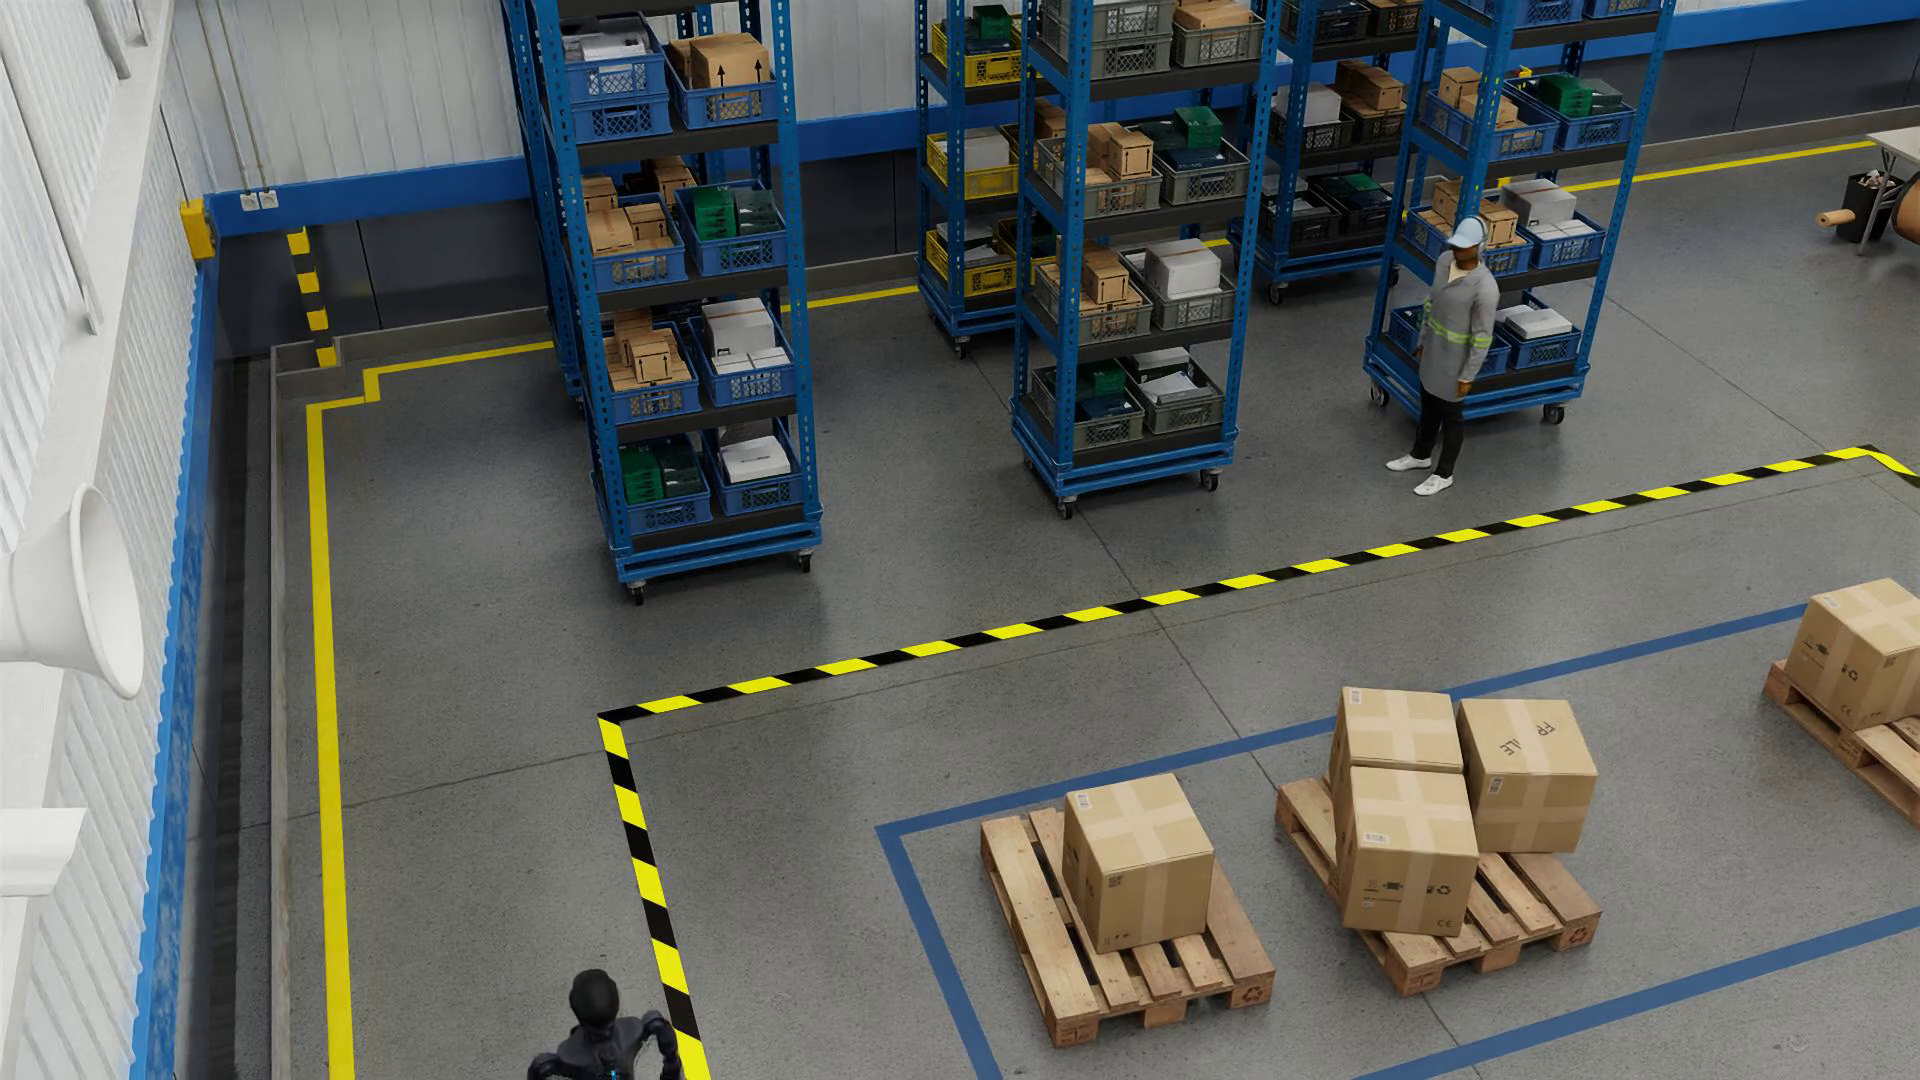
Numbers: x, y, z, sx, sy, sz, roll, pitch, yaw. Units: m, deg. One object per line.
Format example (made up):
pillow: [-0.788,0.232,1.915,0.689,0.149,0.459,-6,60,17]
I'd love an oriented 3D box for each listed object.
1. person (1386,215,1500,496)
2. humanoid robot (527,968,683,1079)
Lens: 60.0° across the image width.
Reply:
person: [3.004,-1.143,10.301,0.372,1.852,0.596,-11,37,-16]
humanoid robot: [-1.237,2.098,5.859,0.583,1.653,0.349,-19,39,-24]
